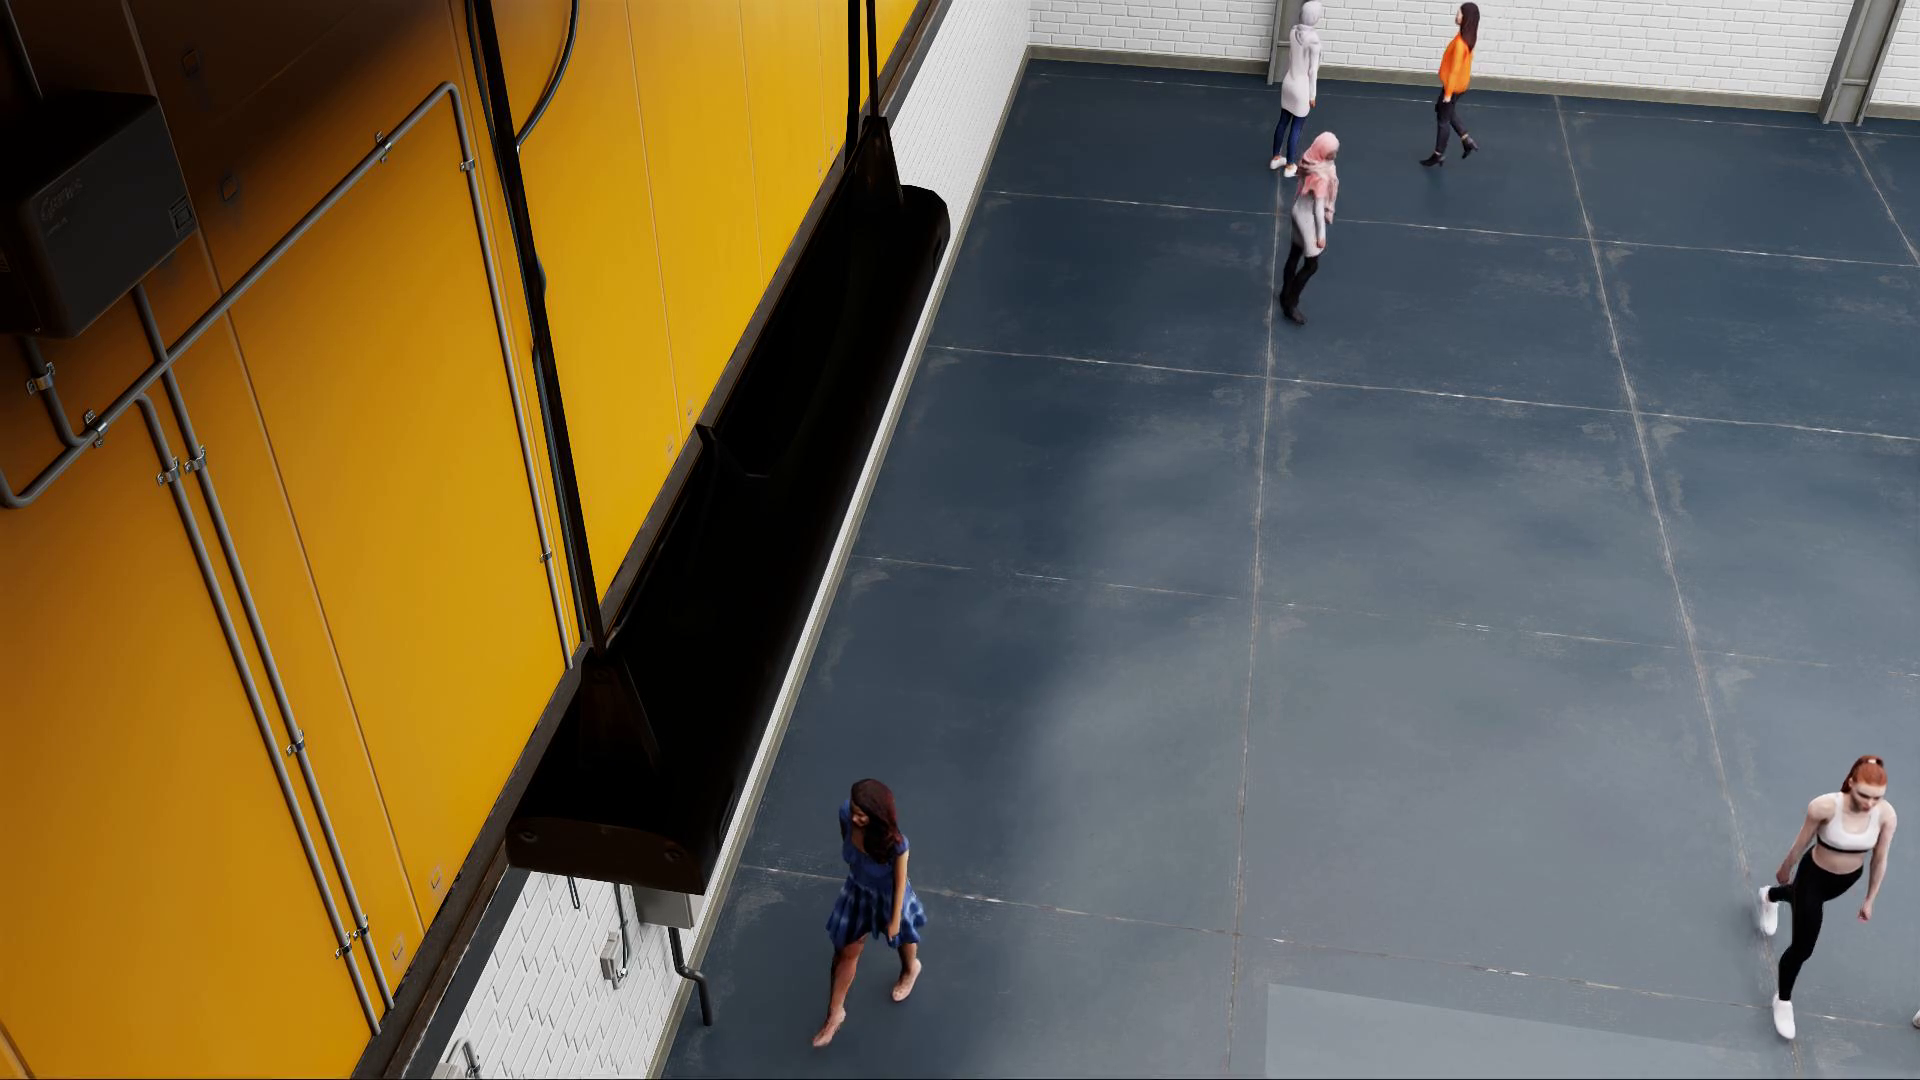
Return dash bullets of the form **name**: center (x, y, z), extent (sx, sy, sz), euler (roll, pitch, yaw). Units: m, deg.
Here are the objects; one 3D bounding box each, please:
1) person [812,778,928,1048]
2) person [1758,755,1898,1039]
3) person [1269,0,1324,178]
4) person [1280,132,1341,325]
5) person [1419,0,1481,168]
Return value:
- **person**: center (-0.377, 1.845, 8.704), extent (1.022, 1.775, 0.952), euler (23, 44, 26)
- **person**: center (4.590, 1.747, 8.886), extent (1.131, 1.701, 0.681), euler (4, 39, 5)
- **person**: center (3.380, -4.524, 16.683), extent (0.731, 1.769, 0.697), euler (-18, 42, -21)
- **person**: center (2.992, -2.787, 14.498), extent (0.711, 1.784, 0.822), euler (-13, 40, -16)
- **person**: center (5.054, -4.550, 16.743), extent (0.855, 1.737, 0.737), euler (17, 42, 20)
